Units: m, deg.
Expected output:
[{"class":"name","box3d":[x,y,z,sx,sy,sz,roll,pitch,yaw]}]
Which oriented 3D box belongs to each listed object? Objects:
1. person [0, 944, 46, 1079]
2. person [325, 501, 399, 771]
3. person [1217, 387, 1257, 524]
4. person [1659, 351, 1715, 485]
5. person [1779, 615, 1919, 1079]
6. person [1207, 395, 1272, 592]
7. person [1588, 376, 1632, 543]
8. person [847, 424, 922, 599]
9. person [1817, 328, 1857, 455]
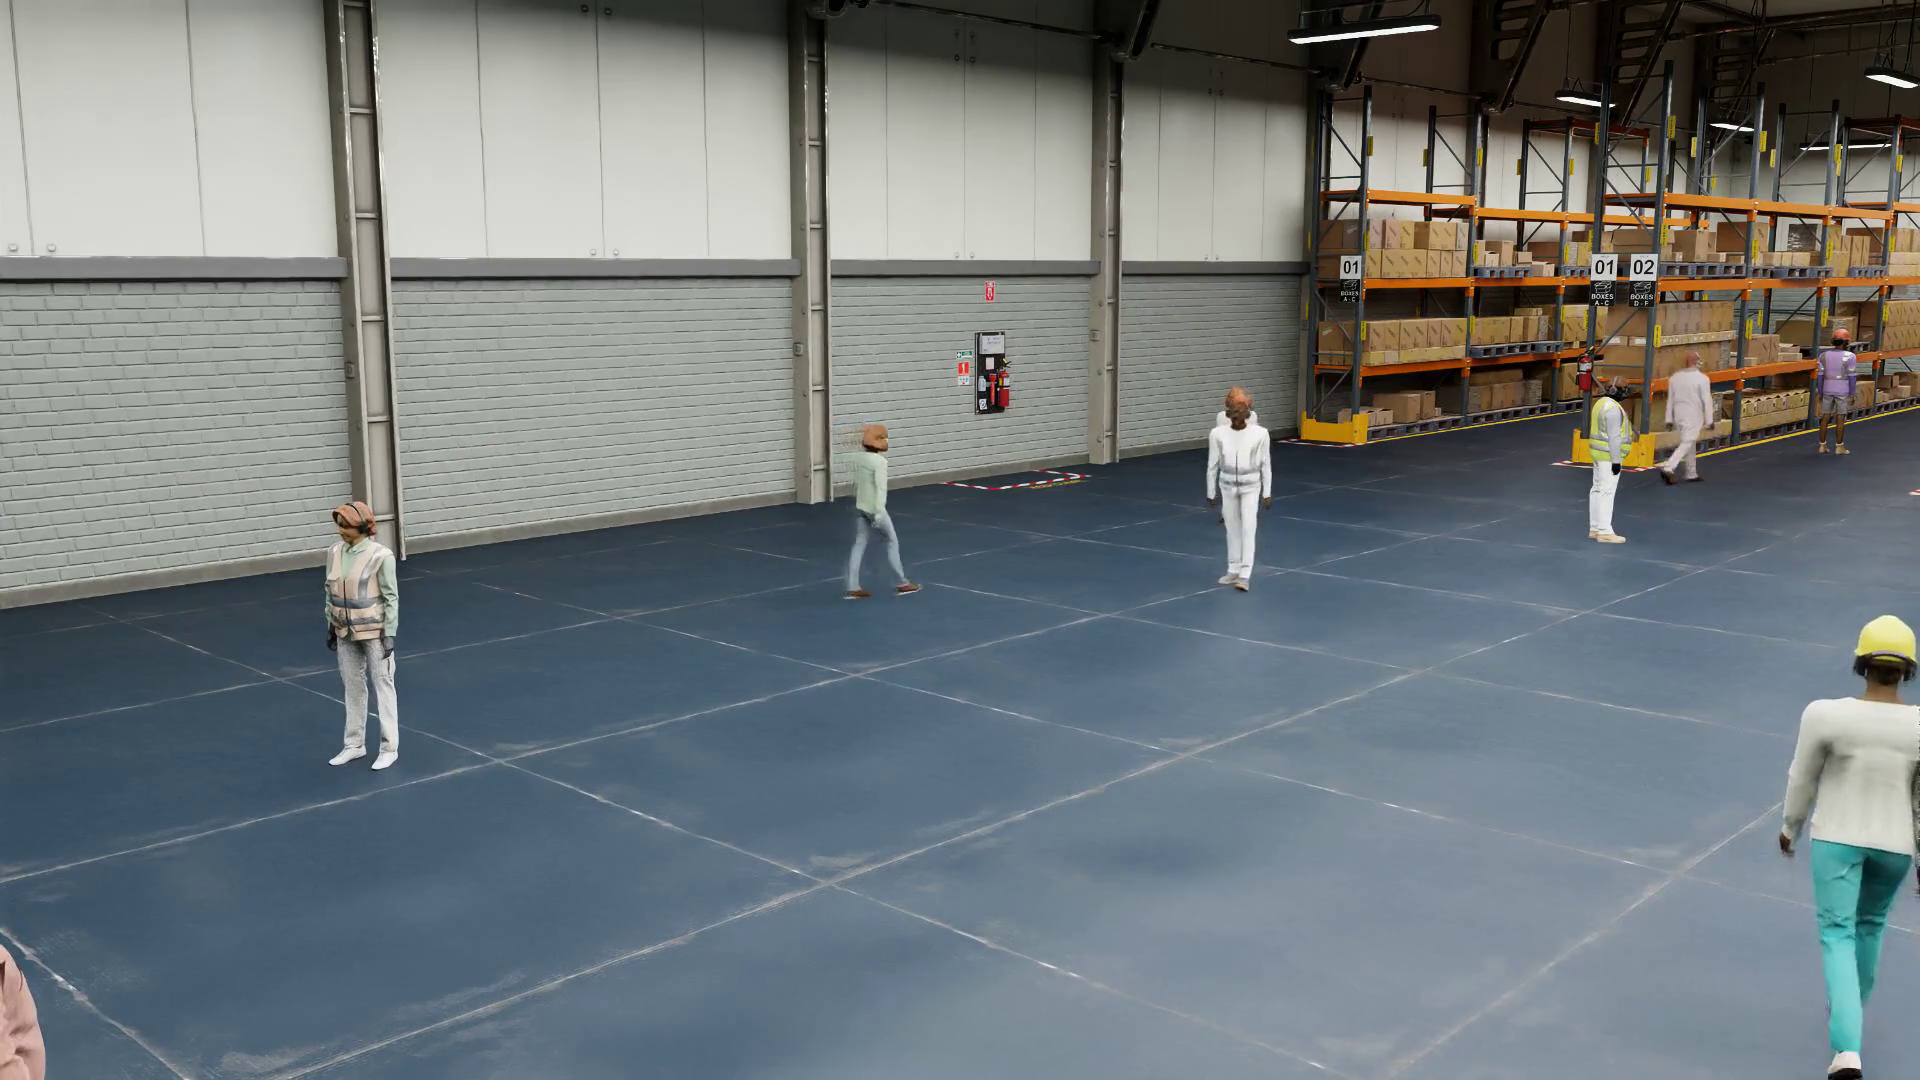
[{"class":"person","box3d":[-2.340,1.457,3.878,0.643,1.909,0.410,5,11,28]},{"class":"person","box3d":[-3.620,0.574,10.075,0.514,1.639,0.311,4,10,21]},{"class":"person","box3d":[3.267,-0.993,19.687,0.501,1.625,0.304,-1,9,-5]},{"class":"person","box3d":[10.174,-1.708,23.300,0.917,1.872,0.642,-4,10,-21]},{"class":"person","box3d":[3.437,1.144,6.312,0.521,1.729,0.875,2,10,13]},{"class":"person","box3d":[2.607,-0.440,15.679,0.607,1.840,0.797,4,10,22]},{"class":"person","box3d":[7.202,-0.895,18.431,0.430,1.839,0.619,1,9,6]},{"class":"person","box3d":[-0.719,-0.266,15.317,0.789,1.600,0.506,-7,11,-35]},{"class":"person","box3d":[14.178,-2.390,26.899,0.364,2.048,0.608,-7,12,-37]}]
